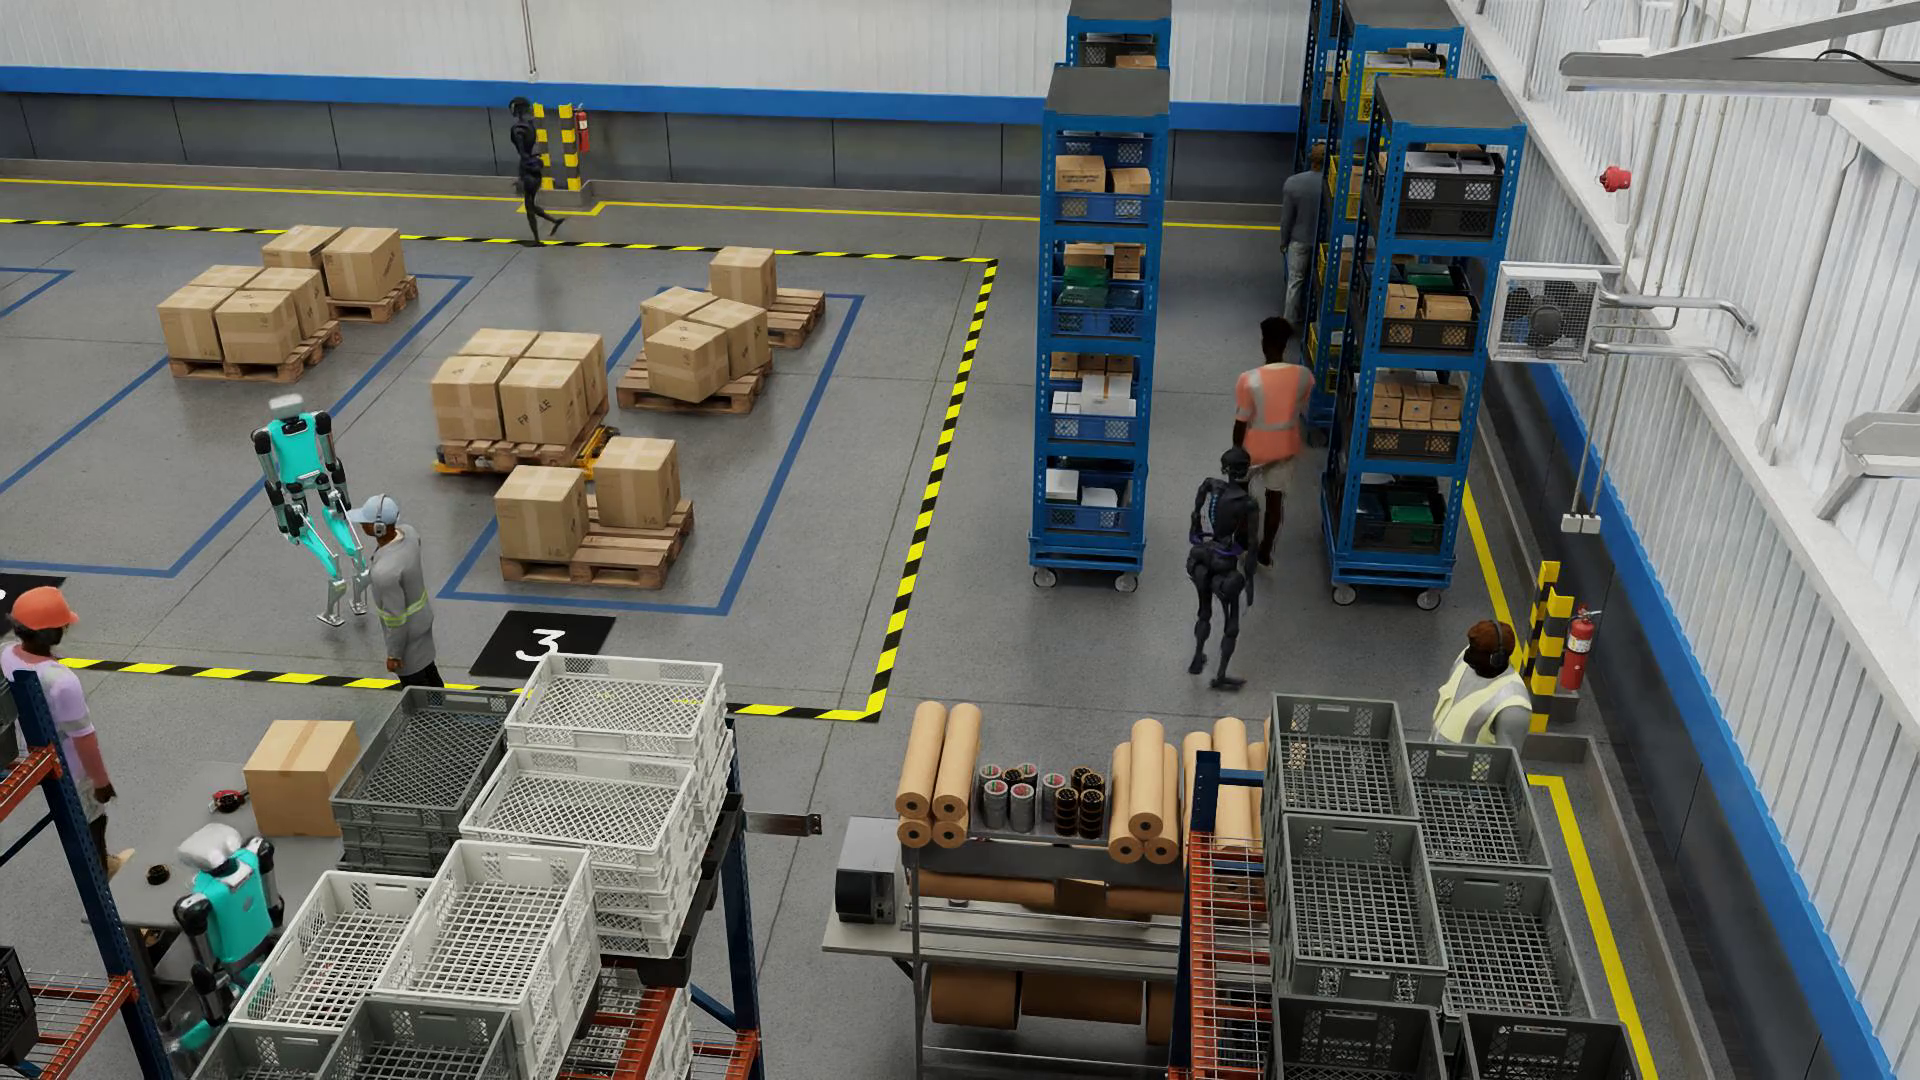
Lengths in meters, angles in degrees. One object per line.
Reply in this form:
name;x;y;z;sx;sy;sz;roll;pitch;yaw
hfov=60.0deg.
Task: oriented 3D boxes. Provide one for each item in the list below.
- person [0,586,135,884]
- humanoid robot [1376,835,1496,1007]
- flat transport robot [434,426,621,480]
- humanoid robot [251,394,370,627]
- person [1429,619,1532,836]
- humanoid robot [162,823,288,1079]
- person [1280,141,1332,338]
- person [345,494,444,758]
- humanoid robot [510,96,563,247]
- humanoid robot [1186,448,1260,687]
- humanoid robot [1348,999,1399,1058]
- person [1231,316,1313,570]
person;-4.775;1.138;8.990;0.624;2.019;0.447;17;34;26
humanoid robot;2.242;1.997;7.810;0.539;1.828;0.660;14;33;23
flat transport robot;-3.608;-0.767;13.963;1.431;0.197;0.652;3;30;6
humanoid robot;-4.332;-0.148;11.338;0.533;1.673;0.735;-25;38;-36
person;2.747;1.220;9.014;0.430;1.845;0.621;-6;31;-10
humanoid robot;-3.523;2.033;7.803;0.816;1.829;0.538;11;32;18
person;3.364;-2.862;15.930;0.629;1.939;0.372;4;30;7
person;-3.412;0.539;10.174;0.374;1.852;0.589;-2;30;-3
humanoid robot;-4.657;-4.008;18.158;0.469;1.649;0.599;-2;30;-4
humanoid robot;1.725;0.173;10.989;0.399;1.638;0.669;-23;37;-34
humanoid robot;1.787;2.389;7.201;0.608;1.635;0.625;-16;34;-25
person;2.243;-0.712;12.233;0.596;1.938;0.544;-6;31;-10
